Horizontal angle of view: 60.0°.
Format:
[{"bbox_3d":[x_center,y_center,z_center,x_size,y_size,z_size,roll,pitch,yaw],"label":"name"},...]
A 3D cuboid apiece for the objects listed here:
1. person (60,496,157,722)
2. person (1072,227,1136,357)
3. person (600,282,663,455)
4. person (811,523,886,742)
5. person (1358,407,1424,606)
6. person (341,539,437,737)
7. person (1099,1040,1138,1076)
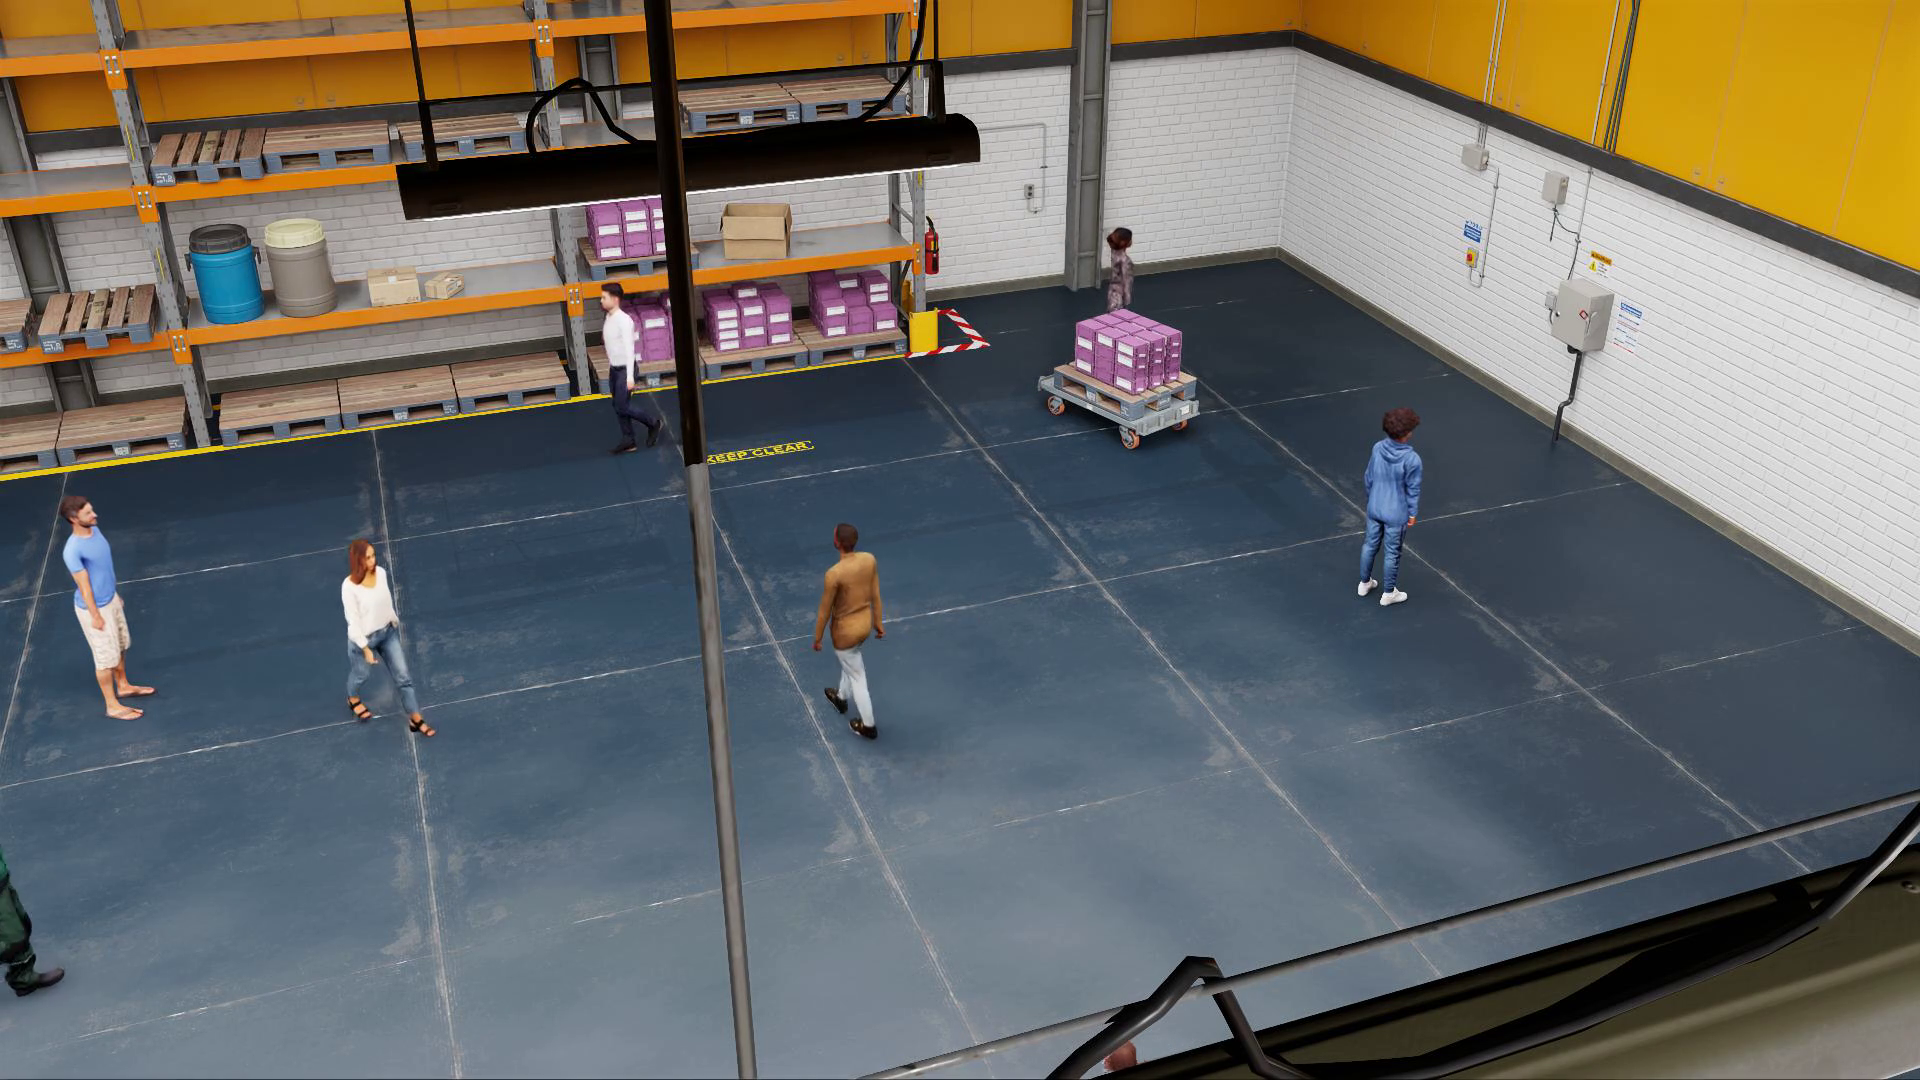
[{"bbox_3d":[-6.689,0.492,12.911,0.664,1.862,0.716,-2,29,-4],"label":"person"},{"bbox_3d":[1.720,-2.722,18.991,1.155,1.682,0.705,-4,29,-8],"label":"person"},{"bbox_3d":[-3.371,-1.760,17.049,0.896,1.853,0.739,-18,33,-29],"label":"person"},{"bbox_3d":[-0.752,0.731,12.545,1.005,1.793,0.967,-25,37,-38],"label":"person"},{"bbox_3d":[3.727,-0.303,14.425,0.699,1.809,0.748,-23,36,-36],"label":"person"},{"bbox_3d":[-4.547,0.745,12.687,1.086,1.632,1.107,17,33,28],"label":"person"},{"bbox_3d":[0.885,3.092,8.952,0.815,1.089,0.689,6,29,10],"label":"person"}]
